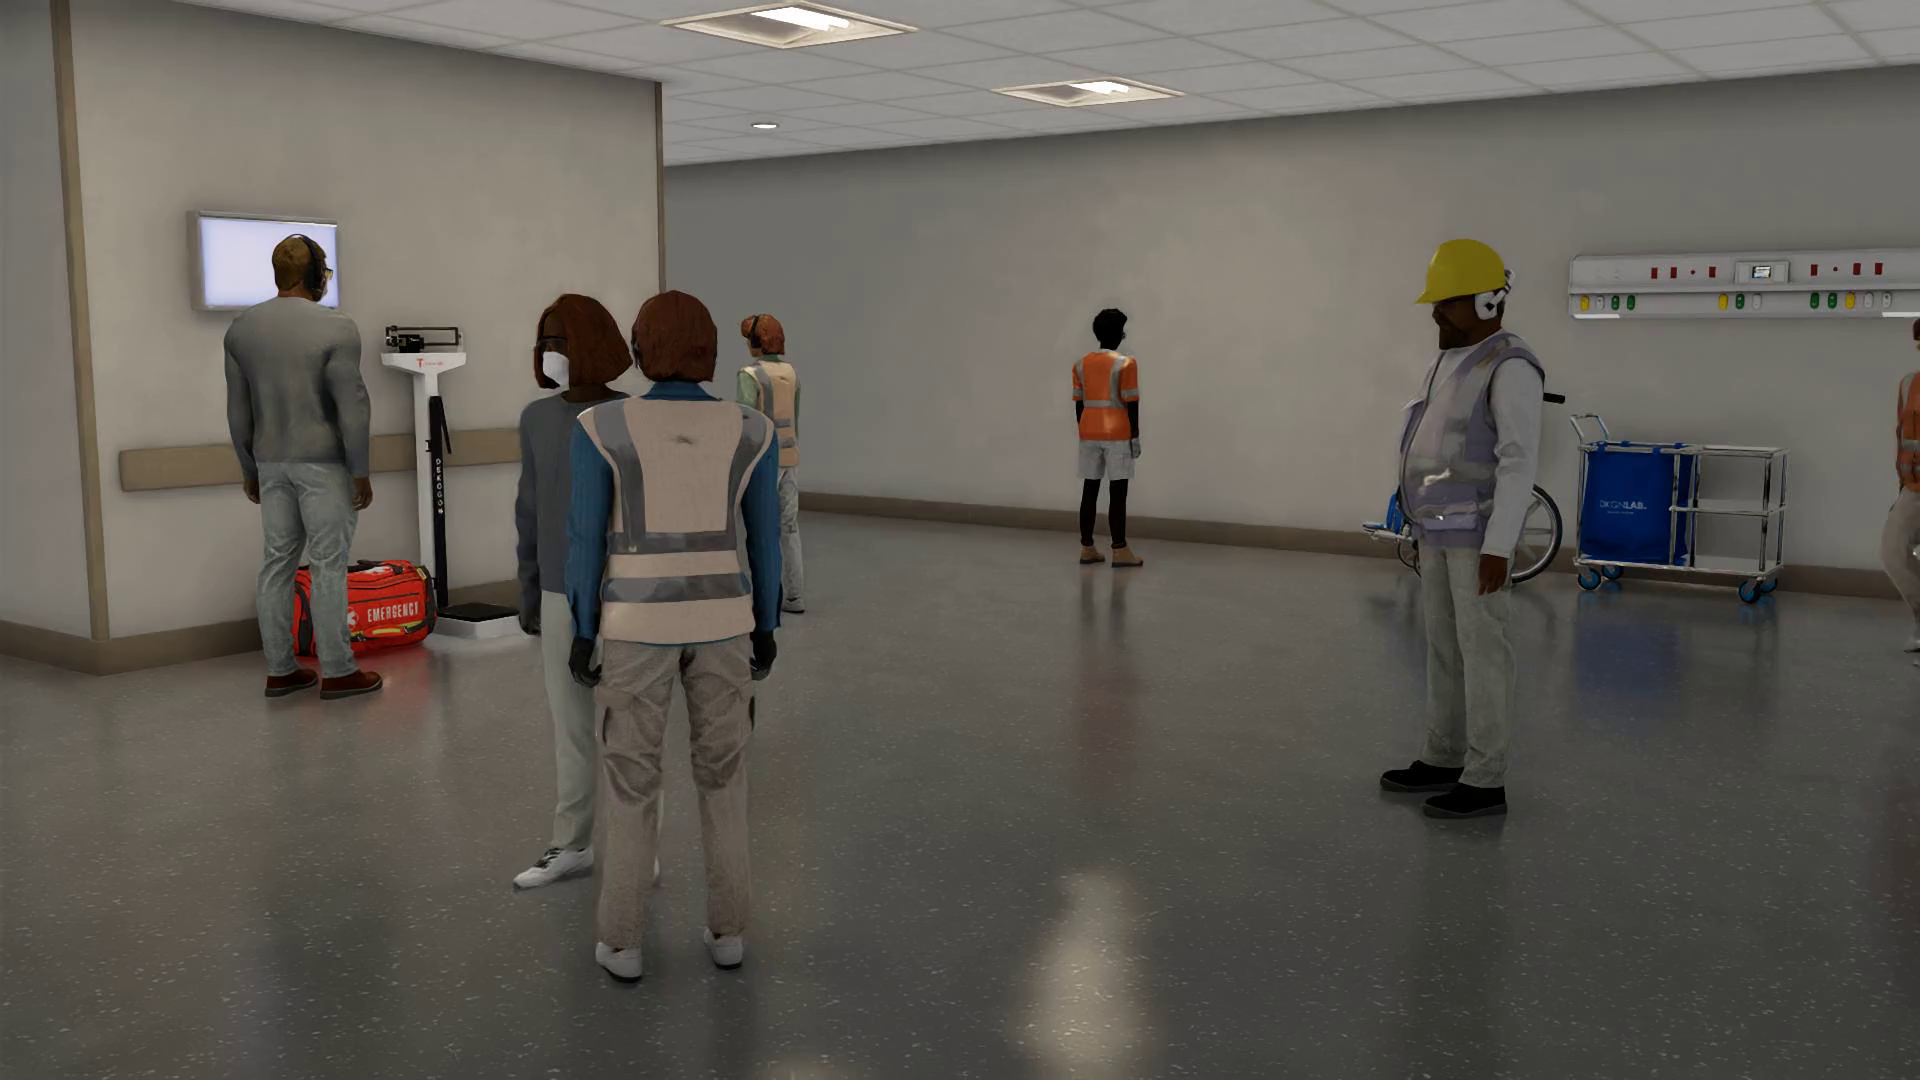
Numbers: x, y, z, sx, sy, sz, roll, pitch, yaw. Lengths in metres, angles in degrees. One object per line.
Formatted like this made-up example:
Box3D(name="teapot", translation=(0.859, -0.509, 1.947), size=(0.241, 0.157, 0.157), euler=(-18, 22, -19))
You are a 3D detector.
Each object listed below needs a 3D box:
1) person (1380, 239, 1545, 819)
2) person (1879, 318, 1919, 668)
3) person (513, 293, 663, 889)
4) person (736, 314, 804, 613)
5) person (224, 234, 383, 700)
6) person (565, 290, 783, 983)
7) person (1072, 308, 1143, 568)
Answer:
Box3D(name="person", translation=(1.597, -0.035, 5.301), size=(0.403, 1.824, 0.586), euler=(-1, 7, -9))
Box3D(name="person", translation=(4.450, -0.216, 7.570), size=(0.362, 1.625, 0.515), euler=(-2, 7, -18))
Box3D(name="person", translation=(-0.995, 0.160, 4.490), size=(0.502, 1.632, 0.279), euler=(4, 8, 29))
Box3D(name="person", translation=(-1.023, -0.388, 8.917), size=(0.315, 1.632, 0.521), euler=(4, 8, 26))
Box3D(name="person", translation=(-2.739, -0.299, 6.958), size=(0.638, 1.938, 0.357), euler=(2, 7, 15))
Box3D(name="person", translation=(-0.667, 0.229, 3.952), size=(0.524, 1.631, 0.316), euler=(-3, 8, -24))
Box3D(name="person", translation=(0.969, -0.665, 10.890), size=(0.532, 1.694, 0.319), euler=(6, 10, 42))
